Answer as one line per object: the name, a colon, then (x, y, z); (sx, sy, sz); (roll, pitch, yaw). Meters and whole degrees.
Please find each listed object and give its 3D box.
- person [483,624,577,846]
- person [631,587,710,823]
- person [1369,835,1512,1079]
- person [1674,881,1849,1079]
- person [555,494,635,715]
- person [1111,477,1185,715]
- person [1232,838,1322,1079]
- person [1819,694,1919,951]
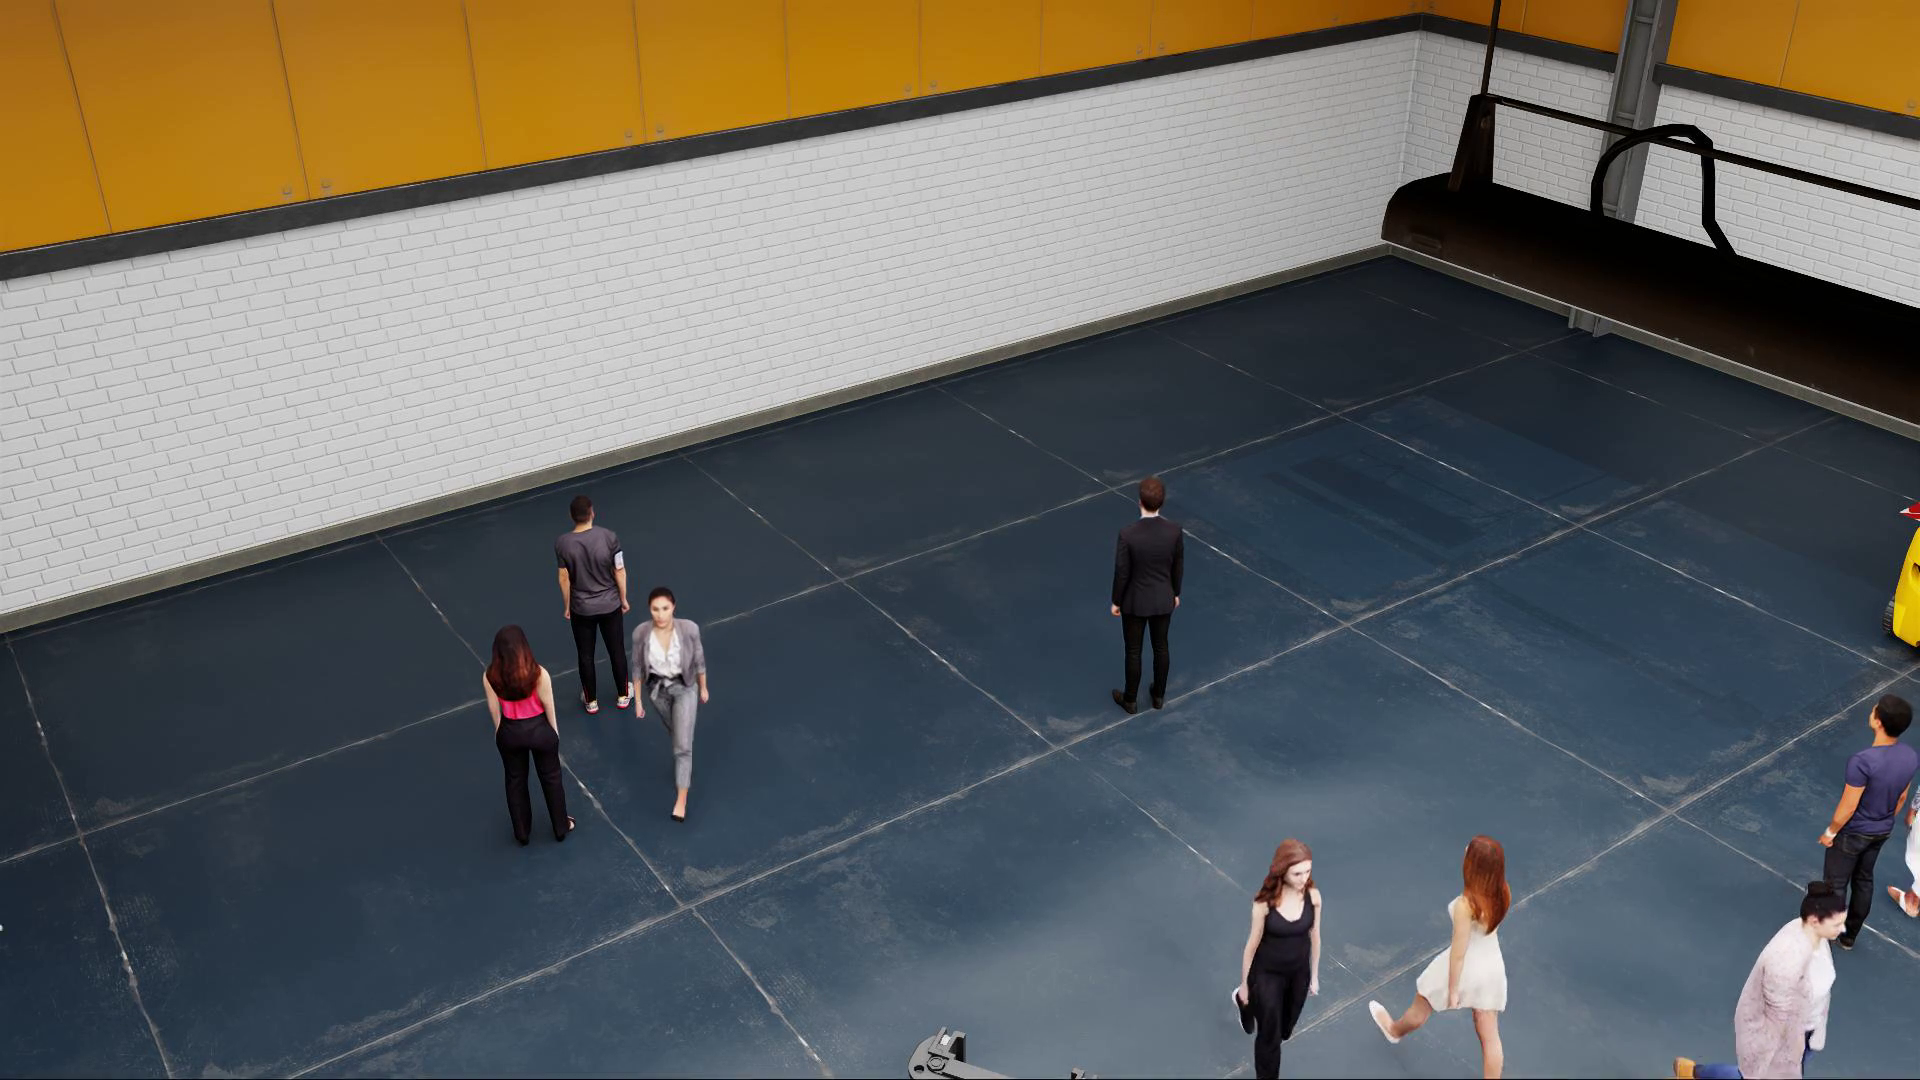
person: (-2.808, 1.261, 10.802); (0.663, 1.663, 0.683); (-1, 29, -2)
person: (-1.940, 1.021, 11.282); (1.041, 1.626, 1.191); (0, 29, 1)
person: (2.776, 2.348, 8.806); (0.672, 1.665, 1.140); (-14, 32, -24)
person: (4.139, 2.435, 8.583); (0.754, 1.726, 0.918); (-24, 37, -36)
person: (-2.670, 0.469, 12.148); (0.706, 1.765, 0.682); (-6, 29, -11)
person: (1.367, 0.413, 12.118); (0.766, 1.892, 0.736); (-7, 29, -13)
person: (1.671, 2.252, 8.921); (0.771, 1.724, 1.029); (-7, 29, -13)
person: (5.347, 1.704, 9.857); (0.706, 1.790, 0.629); (-9, 30, -15)
